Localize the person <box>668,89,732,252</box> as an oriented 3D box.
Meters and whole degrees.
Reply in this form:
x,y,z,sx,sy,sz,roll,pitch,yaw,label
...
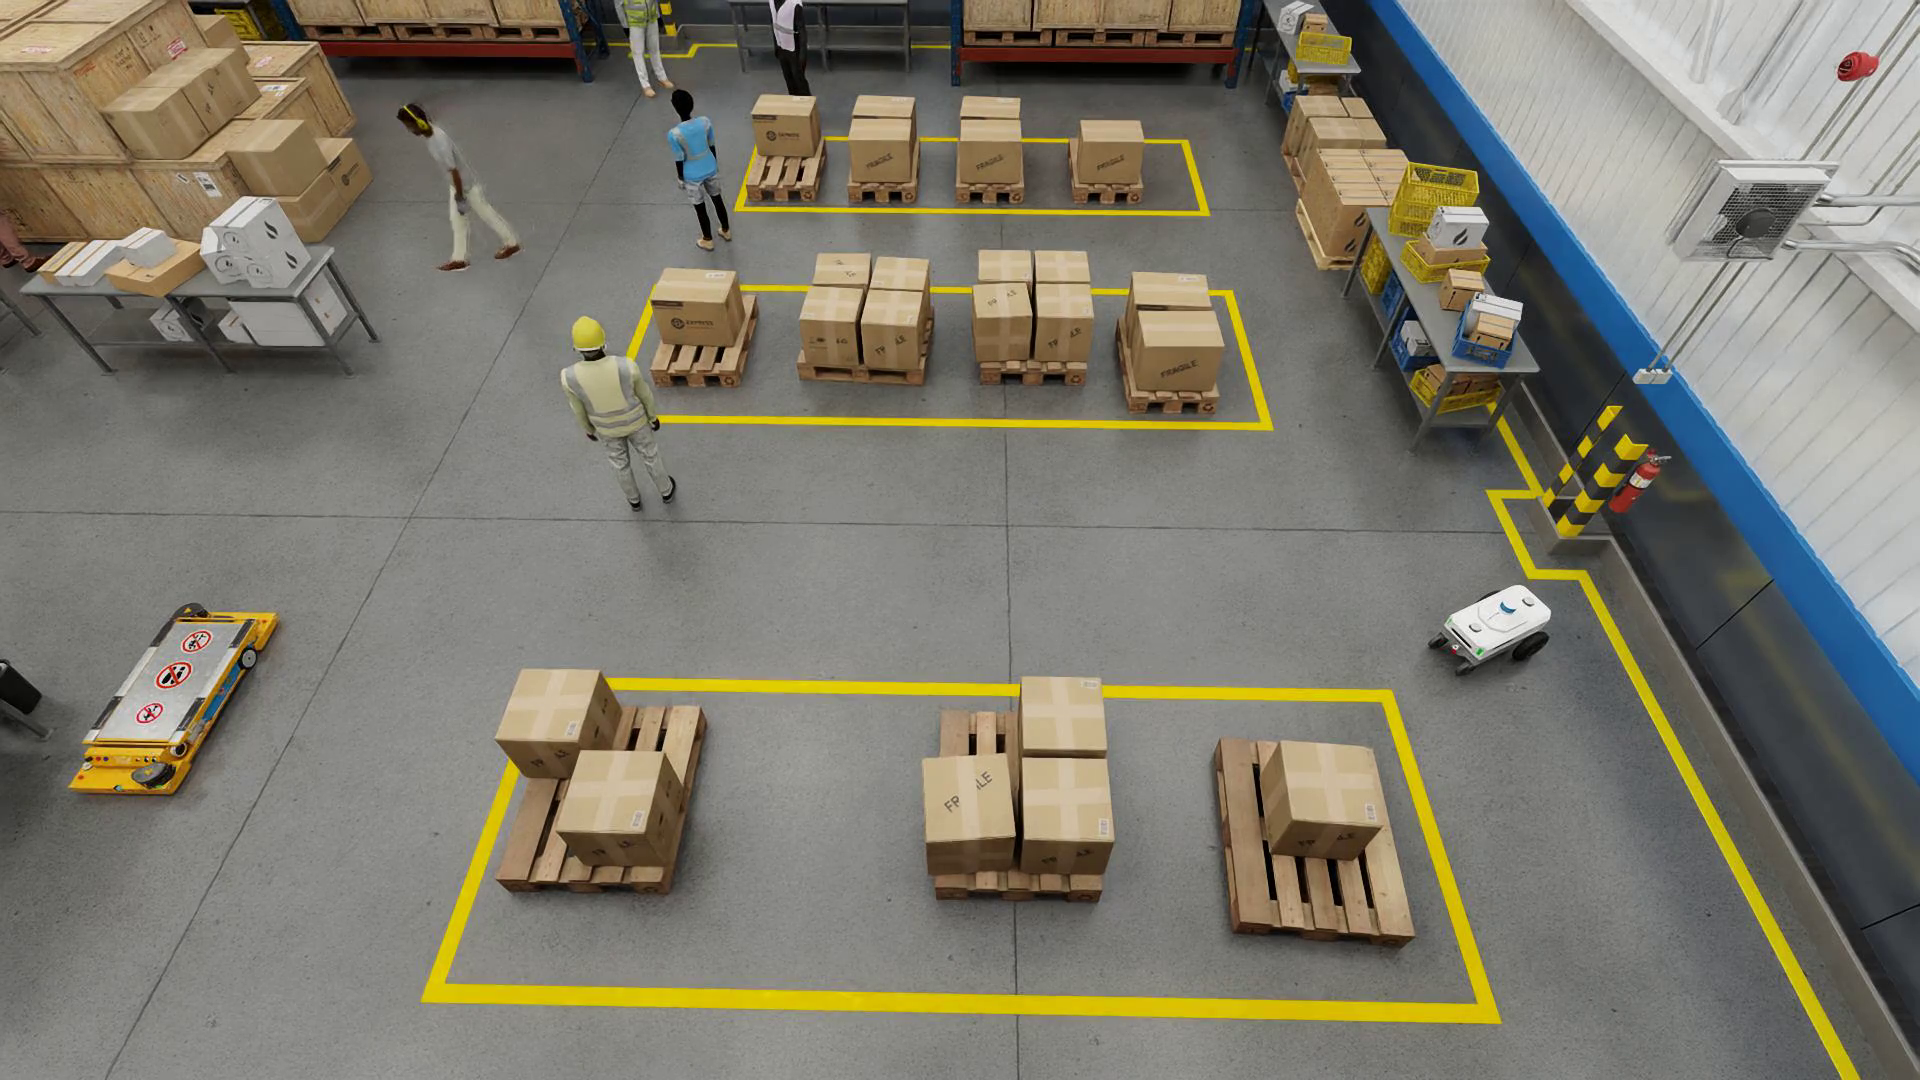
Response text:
x,y,z,sx,sy,sz,roll,pitch,yaw,label
-2.769,-3.898,9.719,0.319,1.697,0.533,36,59,26,person

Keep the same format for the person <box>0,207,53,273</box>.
x,y,z,sx,sy,sz,roll,pitch,yaw,label
-10.232,-3.674,9.404,0.645,1.899,0.396,13,51,10,person

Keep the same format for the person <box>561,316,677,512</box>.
x,y,z,sx,sy,sz,roll,pitch,yaw,label
-2.648,-0.948,7.134,0.589,1.834,0.403,-12,51,-10,person

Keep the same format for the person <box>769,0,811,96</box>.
x,y,z,sx,sy,sz,roll,pitch,yaw,label
-2.122,-6.161,11.491,0.375,1.917,0.598,-37,59,-27,person

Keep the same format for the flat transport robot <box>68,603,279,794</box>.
x,y,z,sx,sy,sz,roll,pitch,yaw,label
-5.504,1.072,6.442,0.652,0.197,1.431,1,50,1,flat transport robot

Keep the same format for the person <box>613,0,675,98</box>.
x,y,z,sx,sy,sz,roll,pitch,yaw,label
-4.232,-6.916,12.179,0.429,1.845,0.621,34,57,25,person

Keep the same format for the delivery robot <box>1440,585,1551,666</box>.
x,y,z,sx,sy,sz,roll,pitch,yaw,label
3.856,0.598,6.599,0.707,0.478,0.477,-20,53,-16,delivery robot

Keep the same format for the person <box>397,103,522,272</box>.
x,y,z,sx,sy,sz,roll,pitch,yaw,label
-5.213,-3.585,9.385,0.590,1.801,0.954,35,58,26,person
